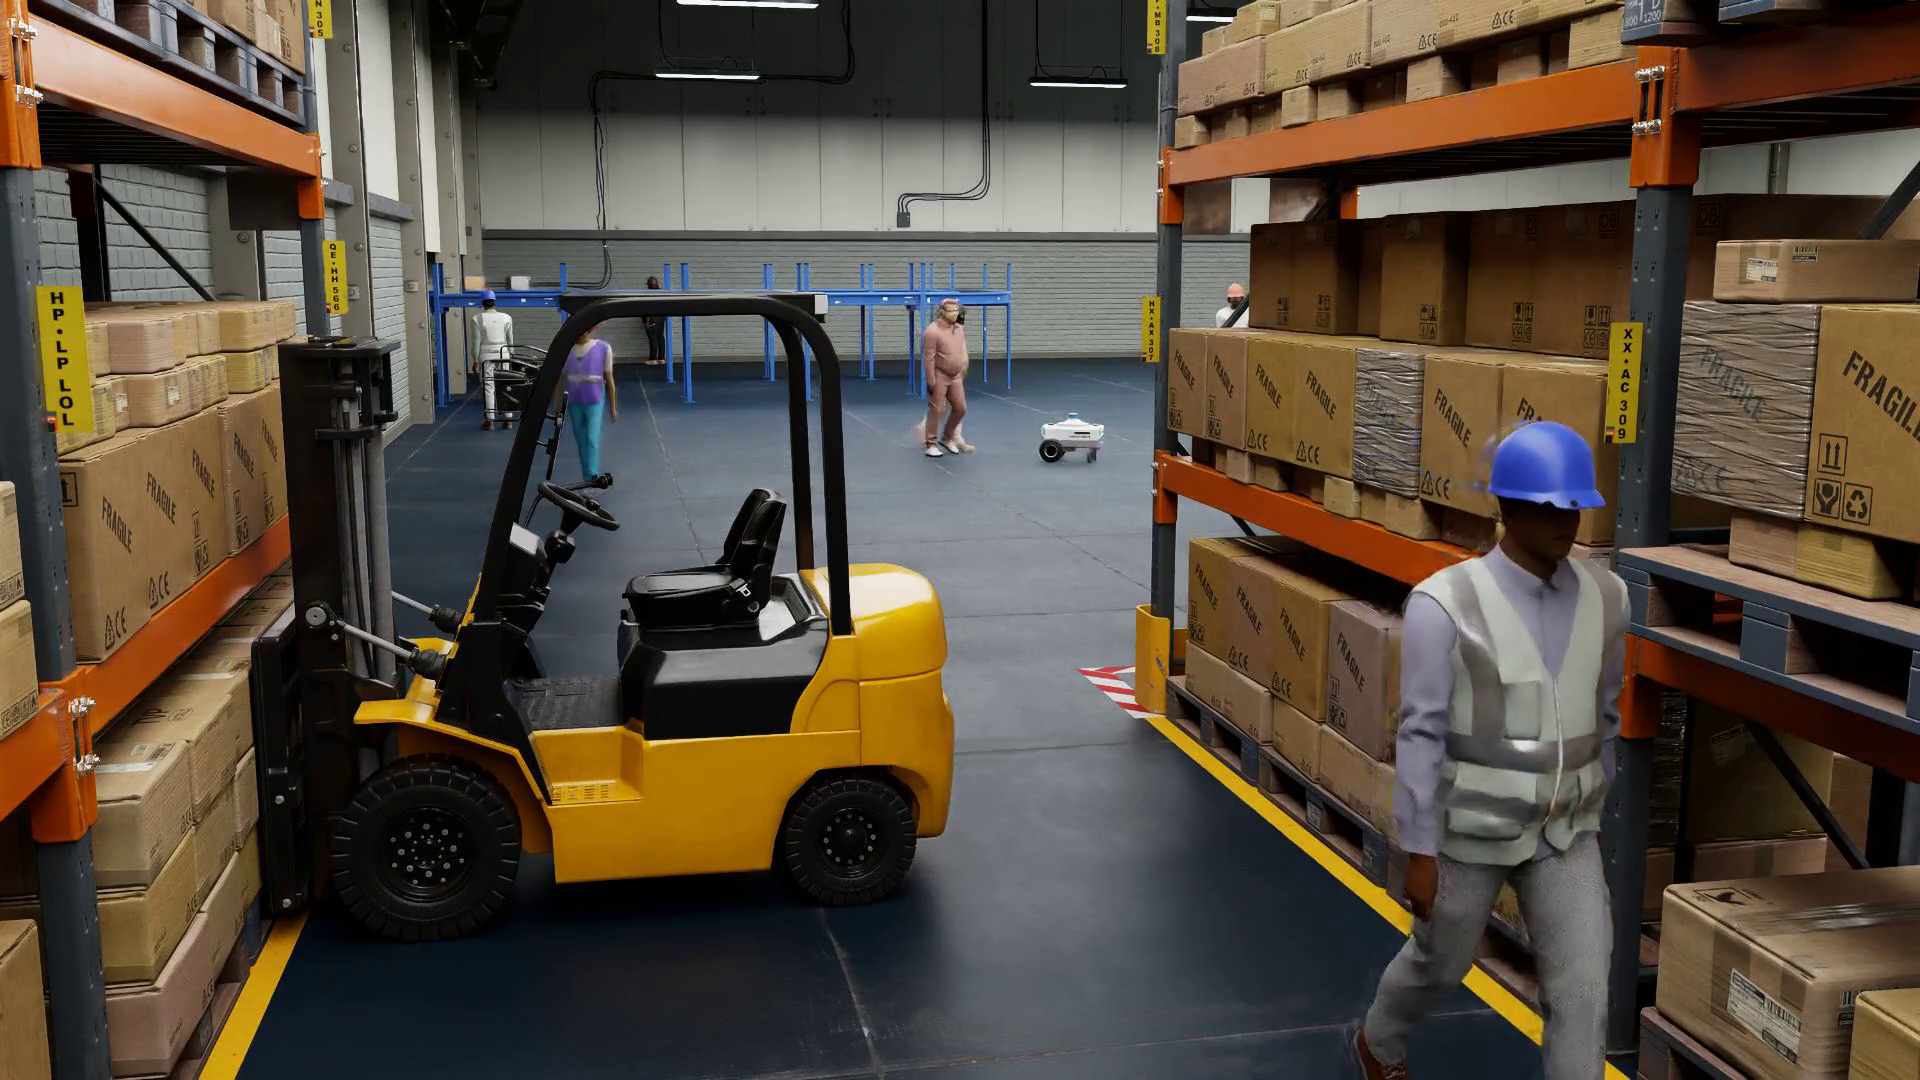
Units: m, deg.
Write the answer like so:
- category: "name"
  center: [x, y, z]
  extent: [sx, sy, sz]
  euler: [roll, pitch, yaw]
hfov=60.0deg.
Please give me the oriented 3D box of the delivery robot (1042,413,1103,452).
- category: "delivery robot"
  center: [1.323, -1.241, 19.476]
  extent: [0.707, 0.478, 0.477]
  euler: [1, 10, 8]

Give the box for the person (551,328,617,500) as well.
- category: "person"
  center: [-3.663, -1.282, 16.053]
  extent: [0.591, 1.809, 0.851]
  euler: [1, 9, 8]

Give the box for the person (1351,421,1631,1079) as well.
- category: "person"
  center: [1.286, 0.650, 4.022]
  extent: [0.631, 1.910, 0.974]
  euler: [-2, 10, -14]

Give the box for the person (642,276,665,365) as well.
- category: "person"
  center: [-7.147, -5.083, 38.657]
  extent: [0.535, 2.000, 0.674]
  euler: [5, 10, 26]

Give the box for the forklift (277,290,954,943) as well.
- category: "forklift"
  center: [-1.179, 0.175, 6.143]
  extent: [2.313, 2.155, 1.214]
  euler: [-2, 10, -12]

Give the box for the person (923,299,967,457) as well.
- category: "person"
  center: [-0.205, -1.933, 19.853]
  extent: [0.492, 1.876, 0.657]
  euler: [8, 12, 41]

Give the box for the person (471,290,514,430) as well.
- category: "person"
  center: [-6.506, -2.509, 23.155]
  extent: [0.602, 1.937, 0.409]
  euler: [-7, 12, -37]

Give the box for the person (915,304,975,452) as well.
- category: "person"
  center: [-0.197, -2.006, 20.499]
  extent: [0.734, 1.812, 0.649]
  euler: [2, 10, 12]

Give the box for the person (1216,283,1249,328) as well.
- category: "person"
  center: [4.147, -2.854, 25.021]
  extent: [0.615, 2.016, 0.725]
  euler: [1, 9, 5]
